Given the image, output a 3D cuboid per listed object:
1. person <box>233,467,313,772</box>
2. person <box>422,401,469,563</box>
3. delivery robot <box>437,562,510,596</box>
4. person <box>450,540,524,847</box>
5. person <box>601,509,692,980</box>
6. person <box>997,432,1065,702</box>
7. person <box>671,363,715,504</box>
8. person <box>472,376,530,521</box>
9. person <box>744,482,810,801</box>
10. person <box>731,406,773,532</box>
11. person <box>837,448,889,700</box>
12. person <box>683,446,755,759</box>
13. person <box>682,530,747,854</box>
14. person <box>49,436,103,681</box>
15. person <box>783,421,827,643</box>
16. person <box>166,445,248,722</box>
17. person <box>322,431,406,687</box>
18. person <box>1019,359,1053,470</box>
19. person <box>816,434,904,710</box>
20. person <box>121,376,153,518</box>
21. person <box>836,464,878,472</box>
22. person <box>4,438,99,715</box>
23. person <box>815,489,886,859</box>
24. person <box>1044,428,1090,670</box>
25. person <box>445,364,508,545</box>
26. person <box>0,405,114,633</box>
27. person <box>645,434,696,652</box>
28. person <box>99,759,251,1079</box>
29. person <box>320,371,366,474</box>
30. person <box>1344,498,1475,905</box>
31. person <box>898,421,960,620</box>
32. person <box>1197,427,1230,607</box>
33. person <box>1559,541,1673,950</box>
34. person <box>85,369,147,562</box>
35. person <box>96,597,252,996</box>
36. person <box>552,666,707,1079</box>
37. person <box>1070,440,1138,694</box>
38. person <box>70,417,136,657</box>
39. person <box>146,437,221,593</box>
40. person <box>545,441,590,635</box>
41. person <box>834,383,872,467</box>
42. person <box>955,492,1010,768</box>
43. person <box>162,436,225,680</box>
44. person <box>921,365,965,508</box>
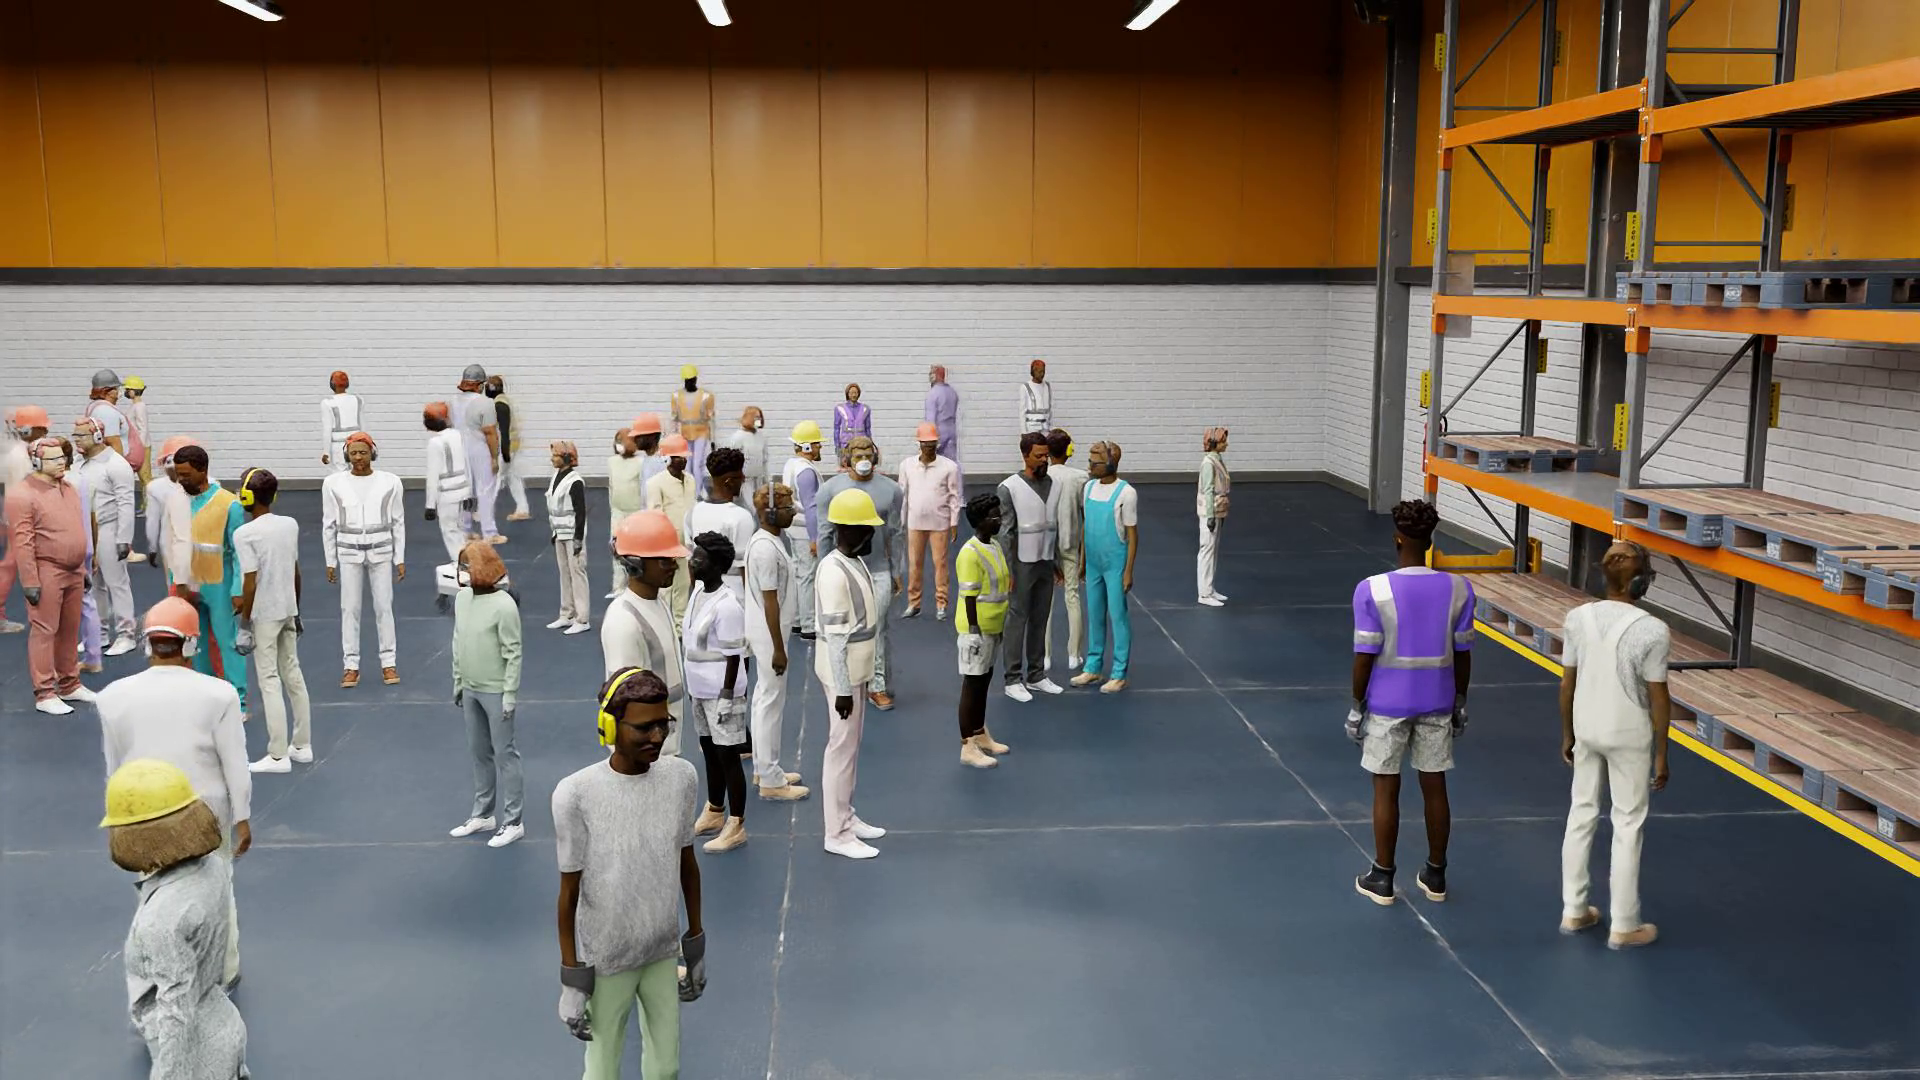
[{"bbox_3d":[-4.211,0.487,10.127,0.331,1.874,0.513,3,10,18],"label":"person"},{"bbox_3d":[-4.829,-0.393,15.726,0.379,1.852,0.626,1,9,5],"label":"person"},{"bbox_3d":[-4.340,0.350,14.817,0.707,0.478,0.477,8,12,40],"label":"delivery robot"},{"bbox_3d":[-2.527,0.808,8.858,0.503,1.633,0.280,7,11,36],"label":"person"},{"bbox_3d":[-1.314,0.879,7.131,0.373,2.042,0.614,0,9,1],"label":"person"},{"bbox_3d":[0.507,0.178,11.922,0.597,1.917,0.378,-9,13,-44],"label":"person"},{"bbox_3d":[-3.497,-1.402,21.967,0.591,1.891,0.884,1,9,8],"label":"person"},{"bbox_3d":[-5.721,-1.117,20.482,0.854,1.790,0.652,-2,9,-12],"label":"person"},{"bbox_3d":[-1.074,0.580,9.630,0.346,1.846,0.507,-2,9,-12],"label":"person"},{"bbox_3d":[-2.240,-0.641,18.002,0.449,1.616,0.532,7,12,39],"label":"person"},{"bbox_3d":[-0.724,0.243,11.792,0.514,1.824,0.602,-2,9,-10],"label":"person"},{"bbox_3d":[-1.462,0.390,10.442,0.602,1.966,0.368,8,12,40],"label":"person"},{"bbox_3d":[-1.299,0.789,8.773,0.318,1.700,0.535,-5,11,-31],"label":"person"},{"bbox_3d":[-6.683,0.136,12.468,0.360,1.834,0.518,3,9,15],"label":"person"},{"bbox_3d":[-1.253,-0.071,13.755,0.404,1.833,0.589,-3,10,-20],"label":"person"},{"bbox_3d":[-5.026,0.308,11.130,0.594,1.910,0.384,3,10,18],"label":"person"},{"bbox_3d":[-4.385,0.141,12.267,0.575,1.883,0.355,-3,10,-20],"label":"person"},{"bbox_3d":[1.054,-1.538,22.838,0.585,1.879,0.367,-8,12,-41],"label":"person"},{"bbox_3d":[-0.683,0.231,11.530,0.632,1.940,0.372,-3,10,-21],"label":"person"},{"bbox_3d":[-10.278,-1.163,20.810,0.306,1.772,0.525,-6,11,-33],"label":"person"},{"bbox_3d":[-0.750,0.192,12.353,0.330,1.751,0.563,-1,9,-4],"label":"person"},{"bbox_3d":[-6.280,0.240,11.569,0.410,1.909,0.642,1,9,5],"label":"person"},{"bbox_3d":[-0.569,0.686,8.705,0.366,1.926,0.594,1,9,4],"label":"person"},{"bbox_3d":[0.754,0.071,12.769,0.513,1.865,0.328,-1,9,-4],"label":"person"},{"bbox_3d":[-5.419,-0.968,18.740,0.689,2.000,0.538,5,10,28],"label":"person"},{"bbox_3d":[-7.811,-0.174,14.087,1.058,1.935,0.640,-2,9,-15],"label":"person"},{"bbox_3d":[-2.283,0.019,13.432,0.327,1.753,0.563,5,10,29],"label":"person"},{"bbox_3d":[-2.133,1.443,4.563,0.331,1.733,0.488,-2,9,-10],"label":"person"},{"bbox_3d":[-7.409,-1.092,20.013,0.352,1.881,0.576,7,11,36],"label":"person"},{"bbox_3d":[2.158,0.777,8.011,0.614,1.963,0.362,-1,9,-7],"label":"person"},{"bbox_3d":[-0.284,-0.167,14.591,0.573,1.753,0.329,2,9,14],"label":"person"},{"bbox_3d":[2.326,-0.219,15.291,0.307,1.640,0.521,3,9,16],"label":"person"},{"bbox_3d":[2.953,0.918,7.508,0.326,1.843,0.515,-8,12,-40],"label":"person"},{"bbox_3d":[-8.926,-0.789,17.615,0.537,2.000,0.684,-8,12,-41],"label":"person"},{"bbox_3d":[-3.169,1.103,6.721,0.569,1.724,0.691,-2,9,-12],"label":"person"},{"bbox_3d":[-0.995,1.296,5.098,0.509,1.860,0.333,-8,12,-40],"label":"person"},{"bbox_3d":[1.061,0.193,12.074,0.348,1.842,0.505,-8,12,-41],"label":"person"},{"bbox_3d":[-6.878,-0.029,13.257,0.651,1.907,0.409,4,10,23],"label":"person"},{"bbox_3d":[-6.192,0.048,13.348,0.580,1.730,0.423,-7,11,-37],"label":"person"},{"bbox_3d":[-3.314,-0.026,14.068,0.313,1.642,0.513,-7,11,-36],"label":"person"},{"bbox_3d":[-1.385,-1.203,21.466,0.514,1.641,0.309,-3,10,-21],"label":"person"},{"bbox_3d":[0.142,0.546,10.309,0.319,1.696,0.532,3,9,17],"label":"person"},{"bbox_3d":[-5.175,0.283,11.209,0.601,1.934,0.685,1,9,6],"label":"person"},{"bbox_3d":[-0.334,-1.346,21.691,0.955,1.855,0.656,7,12,39],"label":"person"}]
